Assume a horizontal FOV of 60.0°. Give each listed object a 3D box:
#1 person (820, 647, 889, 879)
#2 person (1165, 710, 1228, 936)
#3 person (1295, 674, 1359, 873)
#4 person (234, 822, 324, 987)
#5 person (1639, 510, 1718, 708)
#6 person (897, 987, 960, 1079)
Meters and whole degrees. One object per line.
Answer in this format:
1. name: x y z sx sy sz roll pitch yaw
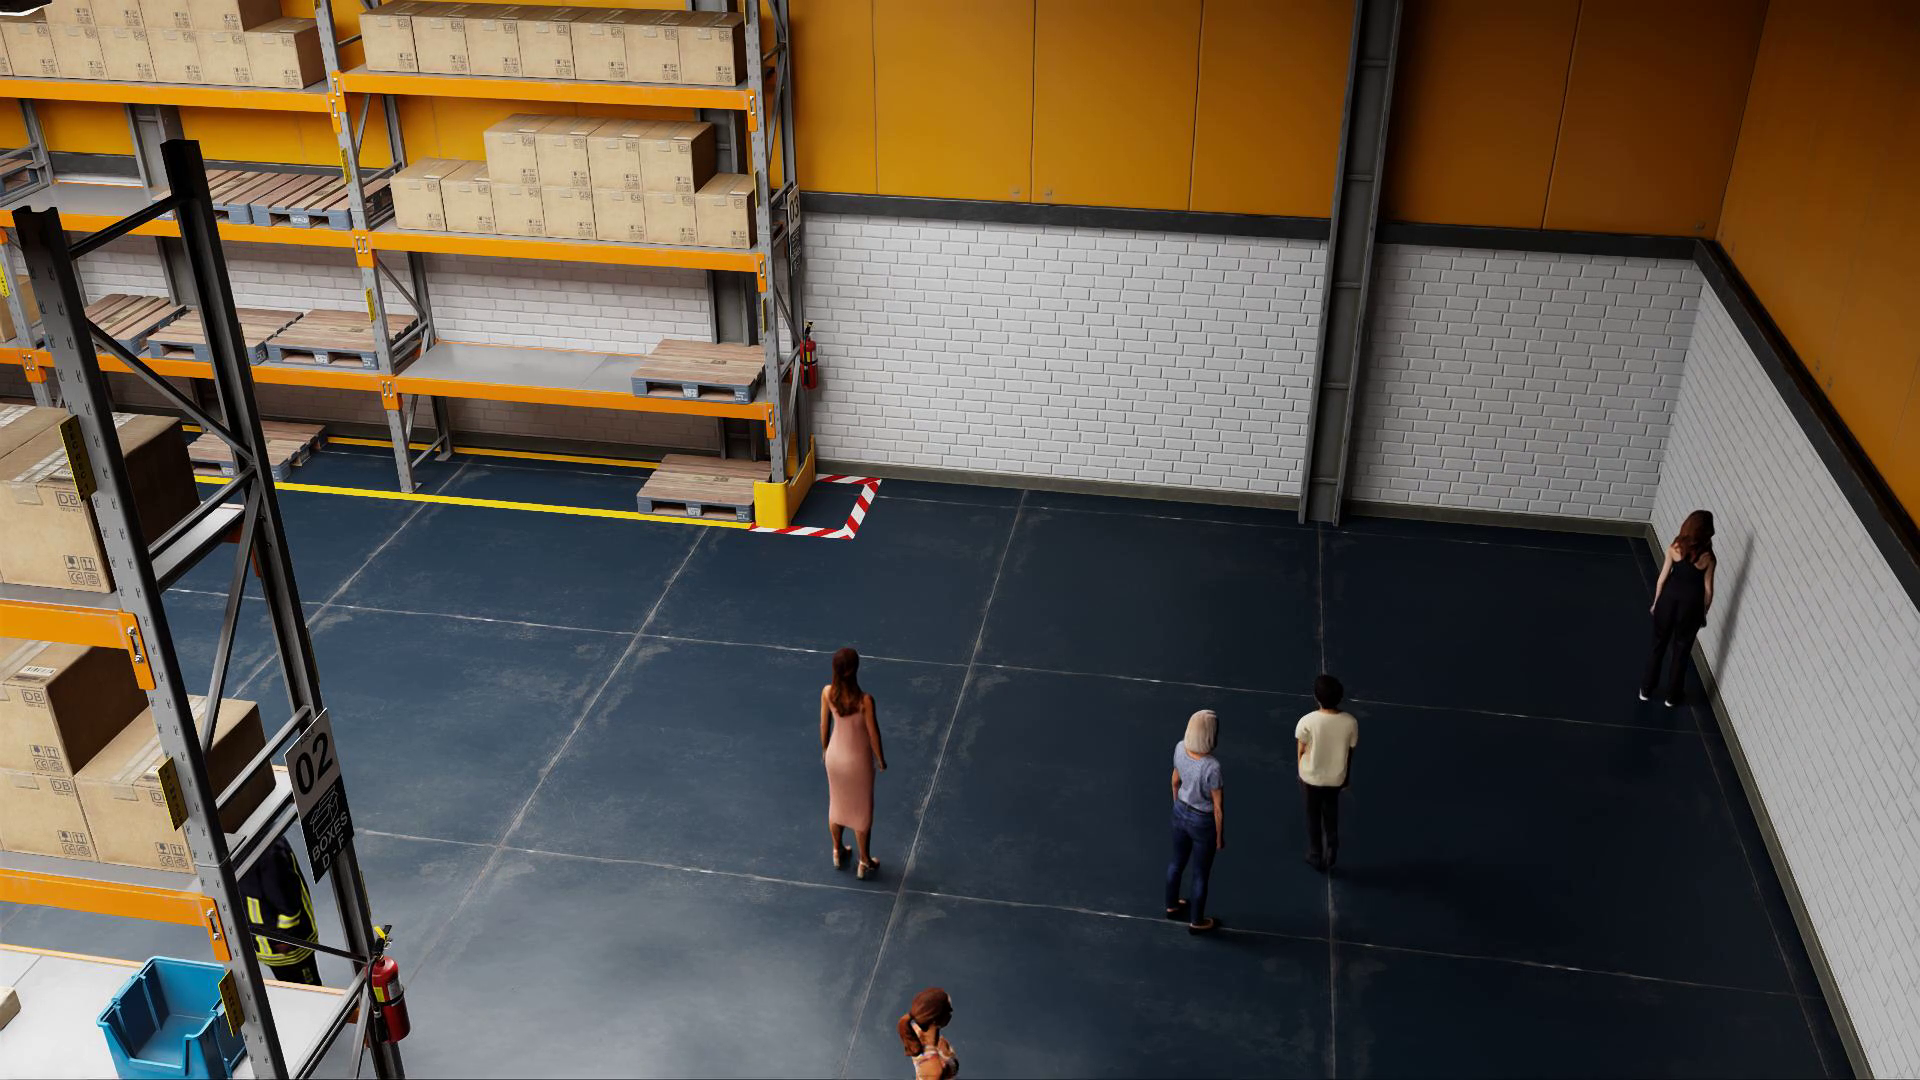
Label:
1. person: -0.776 1.550 11.580 0.559 1.832 0.720 15 32 25
2. person: 1.573 1.866 11.116 0.723 1.721 0.647 -21 35 -34
3. person: 2.541 1.689 11.593 0.630 1.575 0.733 -2 29 -5
4. person: -4.226 2.271 10.268 0.920 1.822 0.855 -19 34 -31
5. person: 5.840 0.547 13.509 0.572 1.746 0.717 17 33 28
6. person: -0.238 3.103 8.823 1.151 1.745 0.957 -10 30 -18
